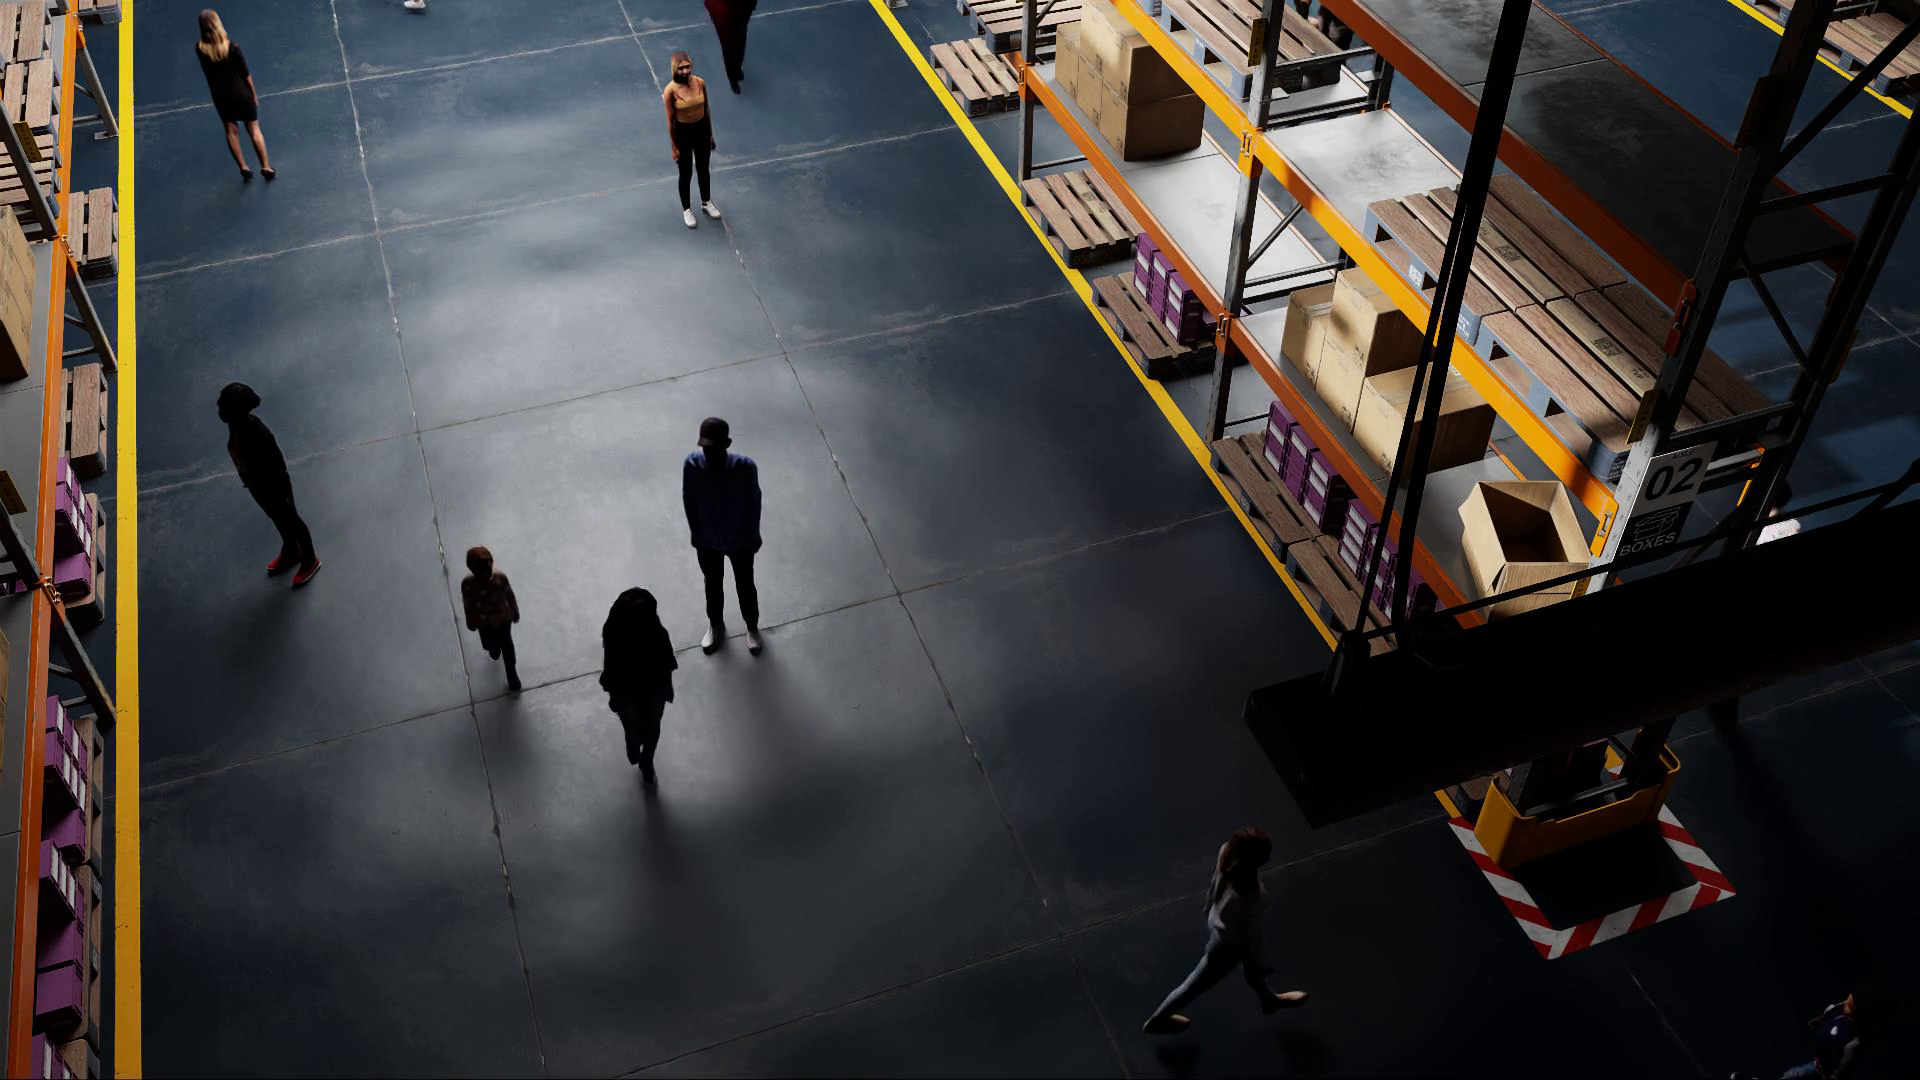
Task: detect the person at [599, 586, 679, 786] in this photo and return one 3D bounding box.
[{"bbox_3d":[-1.966,0.861,10.154,0.659,1.606,0.666,-16,46,-16],"label":"person"}]

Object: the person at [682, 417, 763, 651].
[{"bbox_3d":[-1.545,-0.046,10.902,0.730,1.887,0.710,2,44,2],"label":"person"}]

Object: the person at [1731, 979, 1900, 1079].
[{"bbox_3d":[4.560,2.670,8.549,0.861,1.200,0.756,28,50,26],"label":"person"}]

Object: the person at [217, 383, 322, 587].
[{"bbox_3d":[-4.760,-0.407,11.436,0.643,1.675,0.736,26,50,25],"label":"person"}]

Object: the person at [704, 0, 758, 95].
[{"bbox_3d":[-2.339,-5.402,16.635,0.758,1.734,0.821,-24,48,-23],"label":"person"}]

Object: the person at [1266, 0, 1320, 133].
[{"bbox_3d":[3.110,-4.253,15.473,0.787,1.673,1.065,0,44,0],"label":"person"}]

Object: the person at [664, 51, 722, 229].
[{"bbox_3d":[-2.398,-3.588,14.807,0.622,1.629,0.585,-25,49,-24],"label":"person"}]

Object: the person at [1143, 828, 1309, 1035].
[{"bbox_3d":[1.327,2.128,8.728,0.814,1.739,1.152,-7,44,-7],"label":"person"}]

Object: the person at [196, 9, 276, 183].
[{"bbox_3d":[-6.687,-4.066,15.276,0.585,1.674,0.557,-5,44,-5],"label":"person"}]

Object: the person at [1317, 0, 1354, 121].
[{"bbox_3d":[3.675,-4.863,16.058,0.757,1.750,0.667,-14,45,-14],"label":"person"}]

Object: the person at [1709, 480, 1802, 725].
[{"bbox_3d":[4.966,0.422,10.452,0.711,1.831,1.210,-9,44,-9],"label":"person"}]

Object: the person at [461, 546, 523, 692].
[{"bbox_3d":[-3.070,0.458,10.881,0.500,1.187,0.668,-12,45,-13],"label":"person"}]
